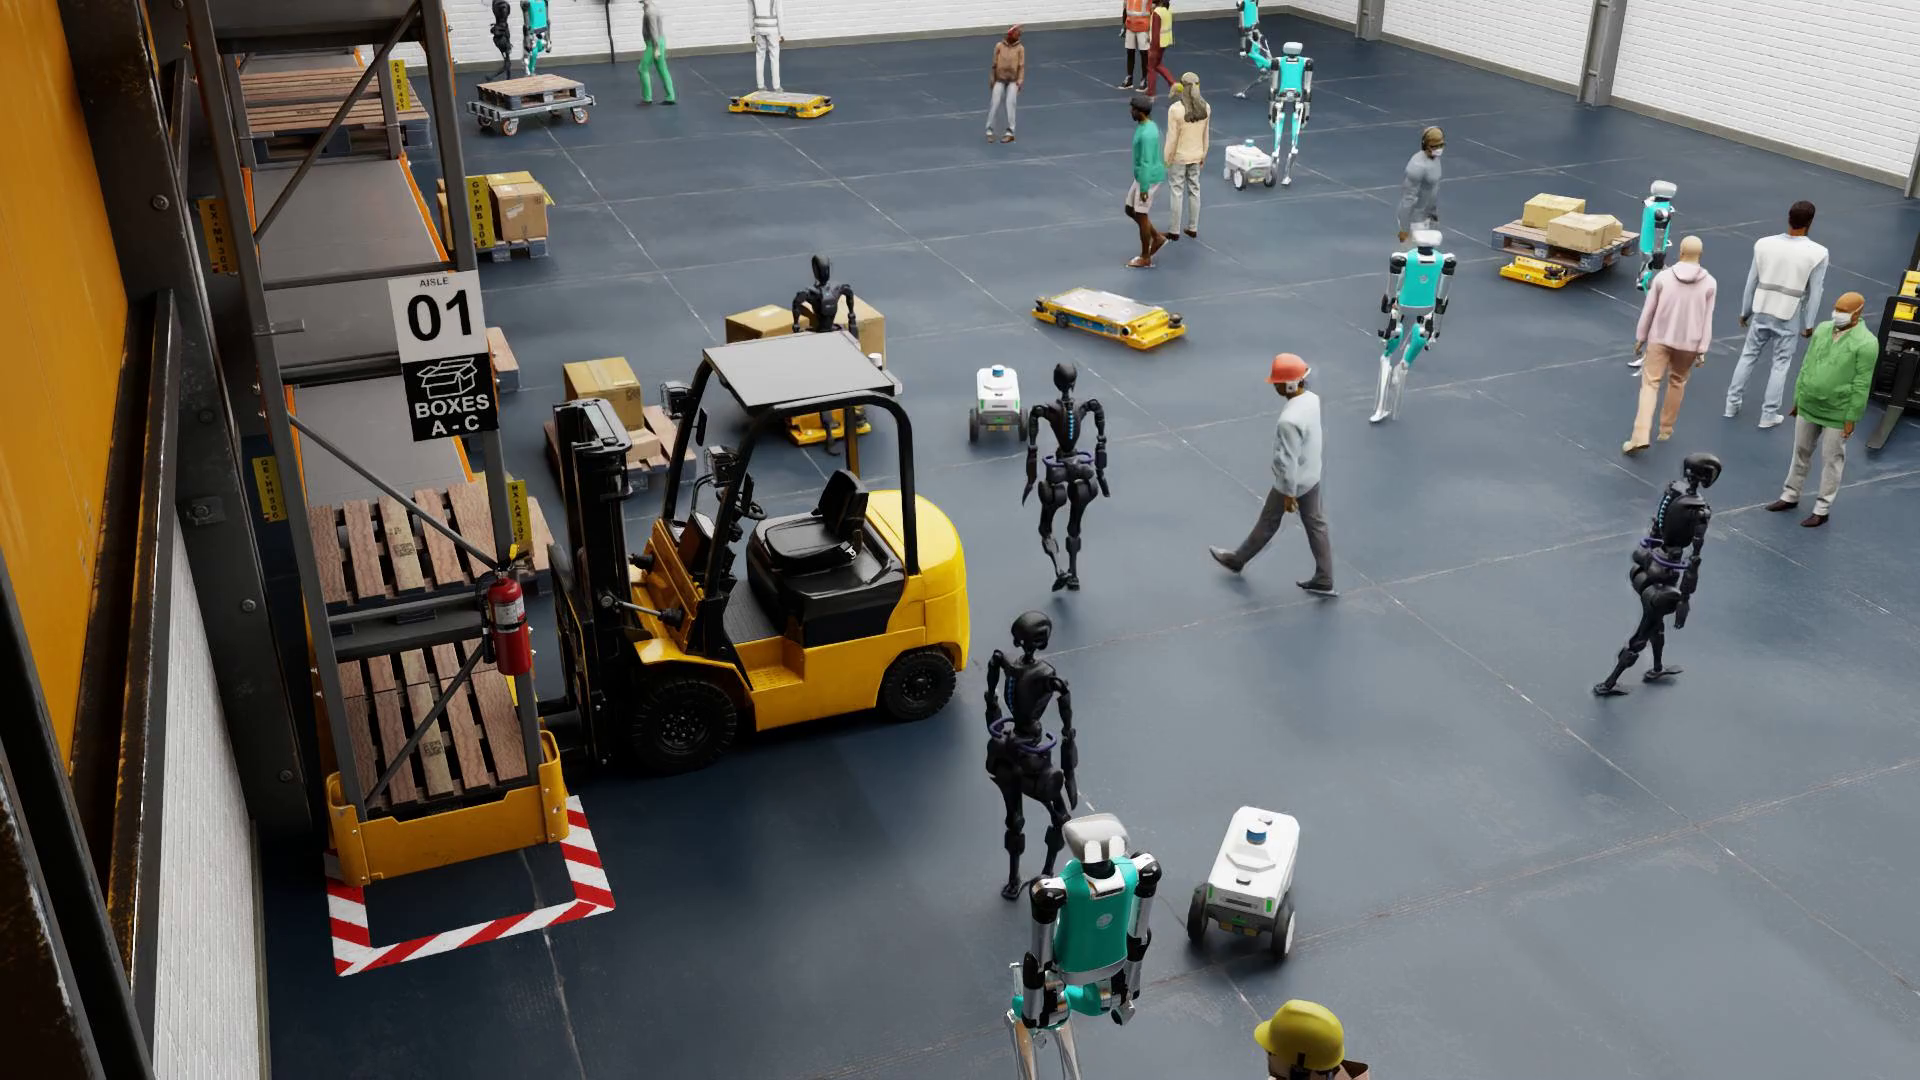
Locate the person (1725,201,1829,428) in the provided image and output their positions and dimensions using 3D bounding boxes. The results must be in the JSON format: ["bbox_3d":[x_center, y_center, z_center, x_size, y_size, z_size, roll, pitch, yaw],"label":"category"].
[{"bbox_3d":[6.843,-1.886,13.929,0.415,1.899,0.592,-23,35,-38],"label":"person"}]

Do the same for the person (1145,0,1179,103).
[{"bbox_3d":[3.042,-7.524,25.290,0.594,1.759,0.484,13,30,25],"label":"person"}]

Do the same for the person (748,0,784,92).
[{"bbox_3d":[-3.021,-7.932,25.982,0.565,1.878,0.354,7,28,14],"label":"person"}]

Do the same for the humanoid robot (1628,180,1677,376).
[{"bbox_3d":[6.386,-2.331,14.988,0.680,1.794,0.532,4,27,8],"label":"humanoid robot"}]

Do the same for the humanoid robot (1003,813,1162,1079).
[{"bbox_3d":[0.419,1.723,6.777,0.533,1.677,0.735,-10,28,-20],"label":"humanoid robot"}]

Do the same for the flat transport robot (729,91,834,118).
[{"bbox_3d":[-2.690,-6.555,25.025,1.431,0.231,0.659,9,28,18],"label":"flat transport robot"}]

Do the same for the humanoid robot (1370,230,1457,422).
[{"bbox_3d":[3.726,-1.749,13.937,0.541,1.871,0.767,0,27,0],"label":"humanoid robot"}]

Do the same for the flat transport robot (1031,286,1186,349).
[{"bbox_3d":[1.451,-2.197,16.358,1.431,0.231,0.659,23,35,38],"label":"flat transport robot"}]

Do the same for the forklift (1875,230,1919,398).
[{"bbox_3d":[9.029,-2.397,14.618,1.214,2.155,2.313,18,32,32],"label":"forklift"}]

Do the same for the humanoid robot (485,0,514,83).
[{"bbox_3d":[-7.308,-7.936,26.217,0.572,1.639,0.608,-14,30,-25],"label":"humanoid robot"}]

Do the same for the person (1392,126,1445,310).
[{"bbox_3d":[4.525,-3.159,16.448,0.412,1.922,0.765,14,30,26],"label":"person"}]

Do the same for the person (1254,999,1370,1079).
[{"bbox_3d":[1.135,2.305,5.624,0.402,1.866,0.815,5,27,10],"label":"person"}]

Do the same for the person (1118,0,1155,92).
[{"bbox_3d":[2.793,-8.056,26.123,0.611,1.963,0.362,19,33,33],"label":"person"}]

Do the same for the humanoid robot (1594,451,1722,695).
[{"bbox_3d":[4.275,0.214,10.018,0.706,1.628,0.584,-2,27,-4],"label":"humanoid robot"}]

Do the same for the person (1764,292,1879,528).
[{"bbox_3d":[6.374,-0.969,12.232,0.384,1.779,0.542,-14,30,-26],"label":"person"}]

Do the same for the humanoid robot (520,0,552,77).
[{"bbox_3d":[-6.611,-7.648,25.584,1.021,1.737,0.566,16,31,29],"label":"humanoid robot"}]

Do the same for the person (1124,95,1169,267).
[{"bbox_3d":[1.991,-3.865,17.928,0.436,1.833,0.561,2,27,3],"label":"person"}]

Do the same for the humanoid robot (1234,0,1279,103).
[{"bbox_3d":[4.636,-7.508,25.359,1.011,1.762,0.556,20,33,34],"label":"humanoid robot"}]

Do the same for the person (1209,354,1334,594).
[{"bbox_3d":[2.205,-0.464,11.311,0.928,1.687,0.569,16,31,29],"label":"person"}]

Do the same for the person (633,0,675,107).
[{"bbox_3d":[-4.716,-7.465,25.109,0.763,1.810,0.547,-1,27,-3],"label":"person"}]

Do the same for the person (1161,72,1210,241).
[{"bbox_3d":[2.560,-4.323,18.799,0.565,1.876,0.406,-13,29,-23],"label":"person"}]

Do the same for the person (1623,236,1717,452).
[{"bbox_3d":[5.753,-1.550,13.436,0.565,1.746,0.804,9,28,18],"label":"person"}]

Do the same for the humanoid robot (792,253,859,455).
[{"bbox_3d":[-1.099,-1.562,13.601,0.615,1.646,0.777,-12,29,-23],"label":"humanoid robot"}]

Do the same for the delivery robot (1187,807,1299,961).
[{"bbox_3d":[1.467,1.673,8.332,0.499,0.587,0.772,10,28,19],"label":"delivery robot"}]

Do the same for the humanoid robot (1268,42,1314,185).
[{"bbox_3d":[4.111,-5.257,20.891,0.543,1.837,0.773,6,27,12],"label":"humanoid robot"}]

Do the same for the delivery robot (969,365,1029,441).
[{"bbox_3d":[0.319,-1.160,13.993,0.499,0.610,0.808,0,27,-1],"label":"delivery robot"}]

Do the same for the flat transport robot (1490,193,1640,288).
[{"bbox_3d":[6.511,-3.027,18.009,1.431,0.231,0.659,-23,35,-38],"label":"flat transport robot"}]

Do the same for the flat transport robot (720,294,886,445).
[{"bbox_3d":[-1.347,-1.193,14.361,0.659,0.231,1.431,-13,29,-23],"label":"flat transport robot"}]

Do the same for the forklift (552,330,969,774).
[{"bbox_3d":[-1.094,0.010,9.831,2.313,2.155,1.214,-10,28,-20],"label":"forklift"}]

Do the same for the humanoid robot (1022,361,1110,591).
[{"bbox_3d":[0.740,-0.409,11.229,0.612,1.638,0.418,-6,27,-12],"label":"humanoid robot"}]

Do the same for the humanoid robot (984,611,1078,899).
[{"bbox_3d":[0.342,1.072,8.293,0.589,1.651,0.358,21,33,35],"label":"humanoid robot"}]

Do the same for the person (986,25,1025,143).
[{"bbox_3d":[0.636,-6.346,23.117,0.521,1.614,0.355,3,27,7],"label":"person"}]

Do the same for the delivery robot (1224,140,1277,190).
[{"bbox_3d":[3.673,-4.782,21.187,0.499,0.601,0.805,-8,28,-16],"label":"delivery robot"}]
